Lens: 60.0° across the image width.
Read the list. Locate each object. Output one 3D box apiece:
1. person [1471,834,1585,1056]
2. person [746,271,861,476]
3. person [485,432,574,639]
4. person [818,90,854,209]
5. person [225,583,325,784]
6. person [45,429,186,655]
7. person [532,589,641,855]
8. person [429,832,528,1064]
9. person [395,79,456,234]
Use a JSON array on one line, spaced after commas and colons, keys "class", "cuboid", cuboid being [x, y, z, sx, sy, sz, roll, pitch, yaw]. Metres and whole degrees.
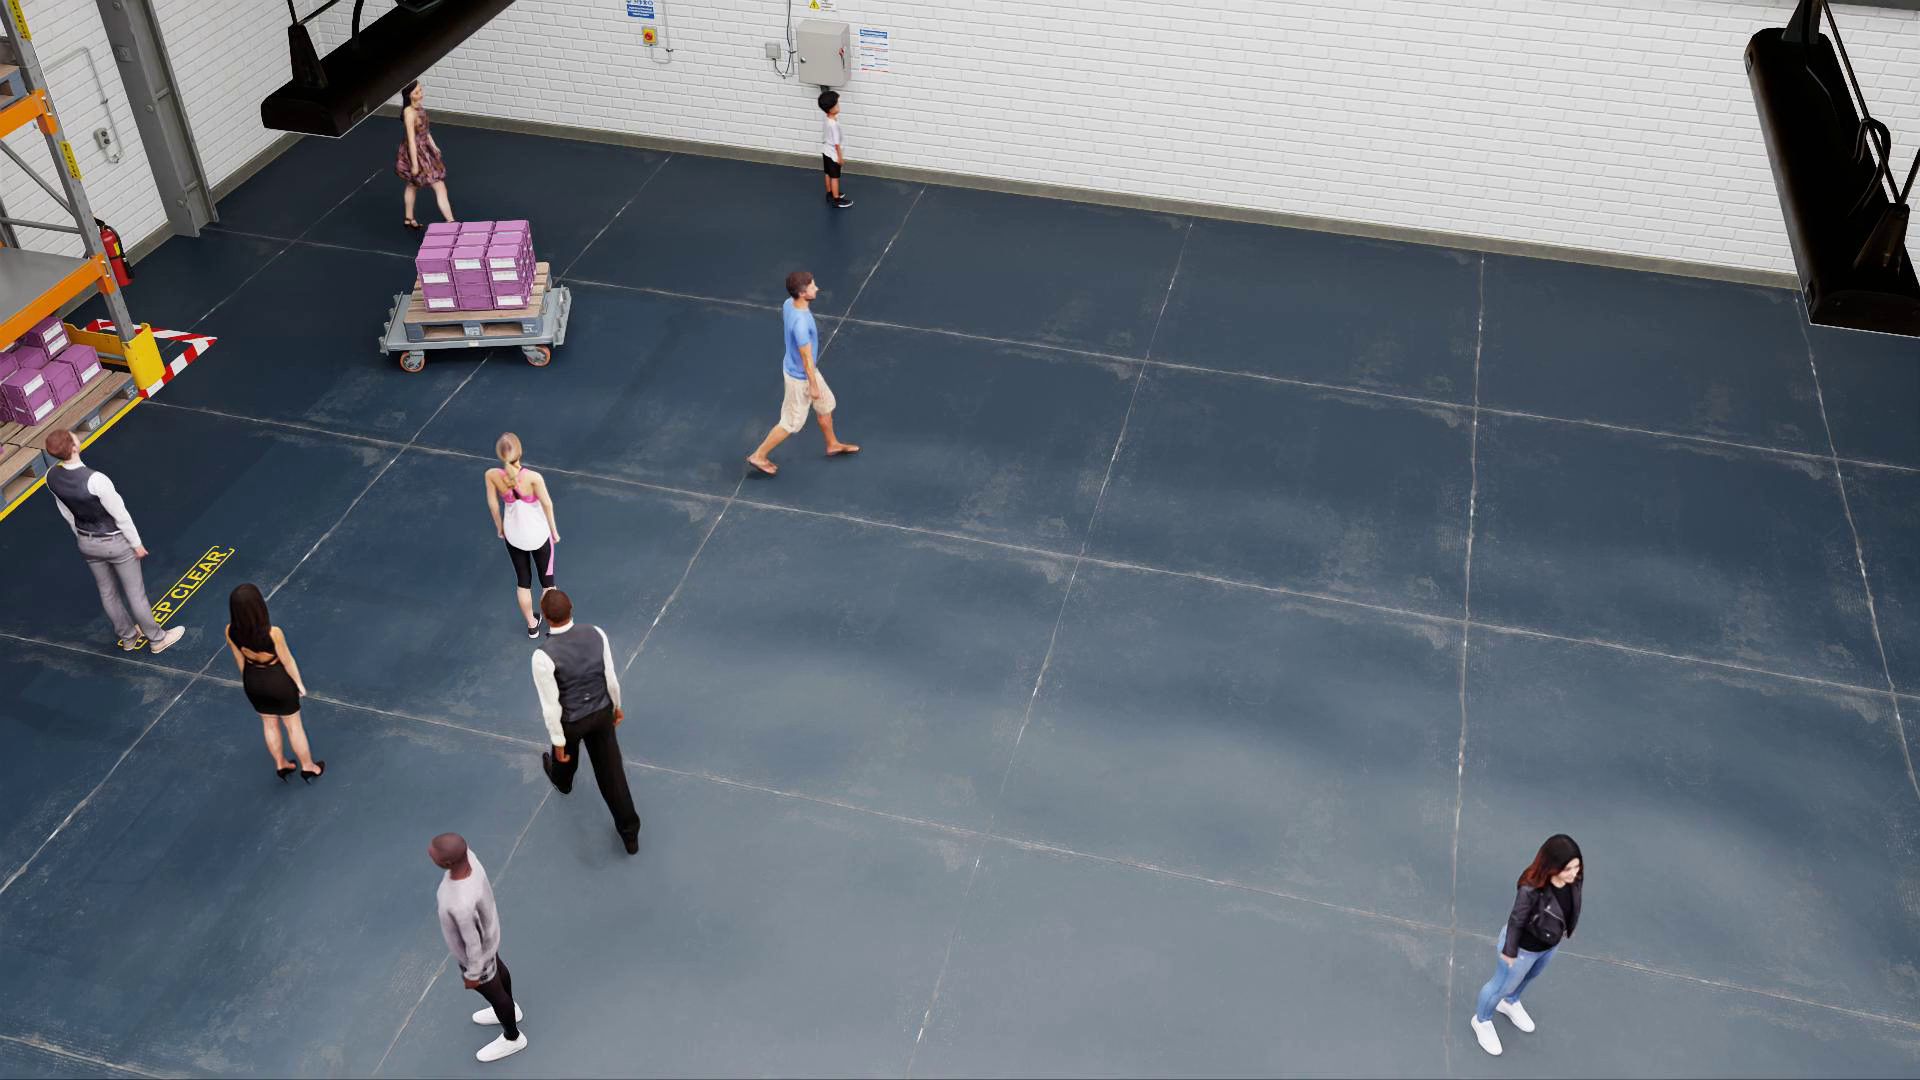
[{"class": "person", "cuboid": [3.203, 2.229, 9.306, 0.717, 1.633, 0.787, -22, 43, -25]}, {"class": "person", "cuboid": [-1.387, -1.346, 13.615, 1.100, 1.842, 1.242, -8, 39, -10]}, {"class": "person", "cuboid": [-3.124, -0.023, 12.004, 0.645, 1.786, 0.578, 2, 39, 3]}, {"class": "person", "cuboid": [-1.353, -4.138, 17.577, 0.639, 1.262, 0.572, -15, 41, -18]}, {"class": "person", "cuboid": [-4.512, 0.964, 10.879, 0.583, 1.647, 0.547, 1, 39, 2]}, {"class": "person", "cuboid": [-6.091, 0.006, 11.848, 0.653, 1.936, 0.561, 8, 39, 10]}, {"class": "person", "cuboid": [-2.326, 1.193, 10.429, 1.272, 1.853, 1.260, -25, 45, -28]}, {"class": "person", "cuboid": [-2.658, 2.218, 9.208, 0.756, 1.773, 0.640, -9, 40, -11]}, {"class": "person", "cuboid": [-5.510, -3.855, 16.842, 0.984, 1.736, 0.989, -13, 40, -16]}]
